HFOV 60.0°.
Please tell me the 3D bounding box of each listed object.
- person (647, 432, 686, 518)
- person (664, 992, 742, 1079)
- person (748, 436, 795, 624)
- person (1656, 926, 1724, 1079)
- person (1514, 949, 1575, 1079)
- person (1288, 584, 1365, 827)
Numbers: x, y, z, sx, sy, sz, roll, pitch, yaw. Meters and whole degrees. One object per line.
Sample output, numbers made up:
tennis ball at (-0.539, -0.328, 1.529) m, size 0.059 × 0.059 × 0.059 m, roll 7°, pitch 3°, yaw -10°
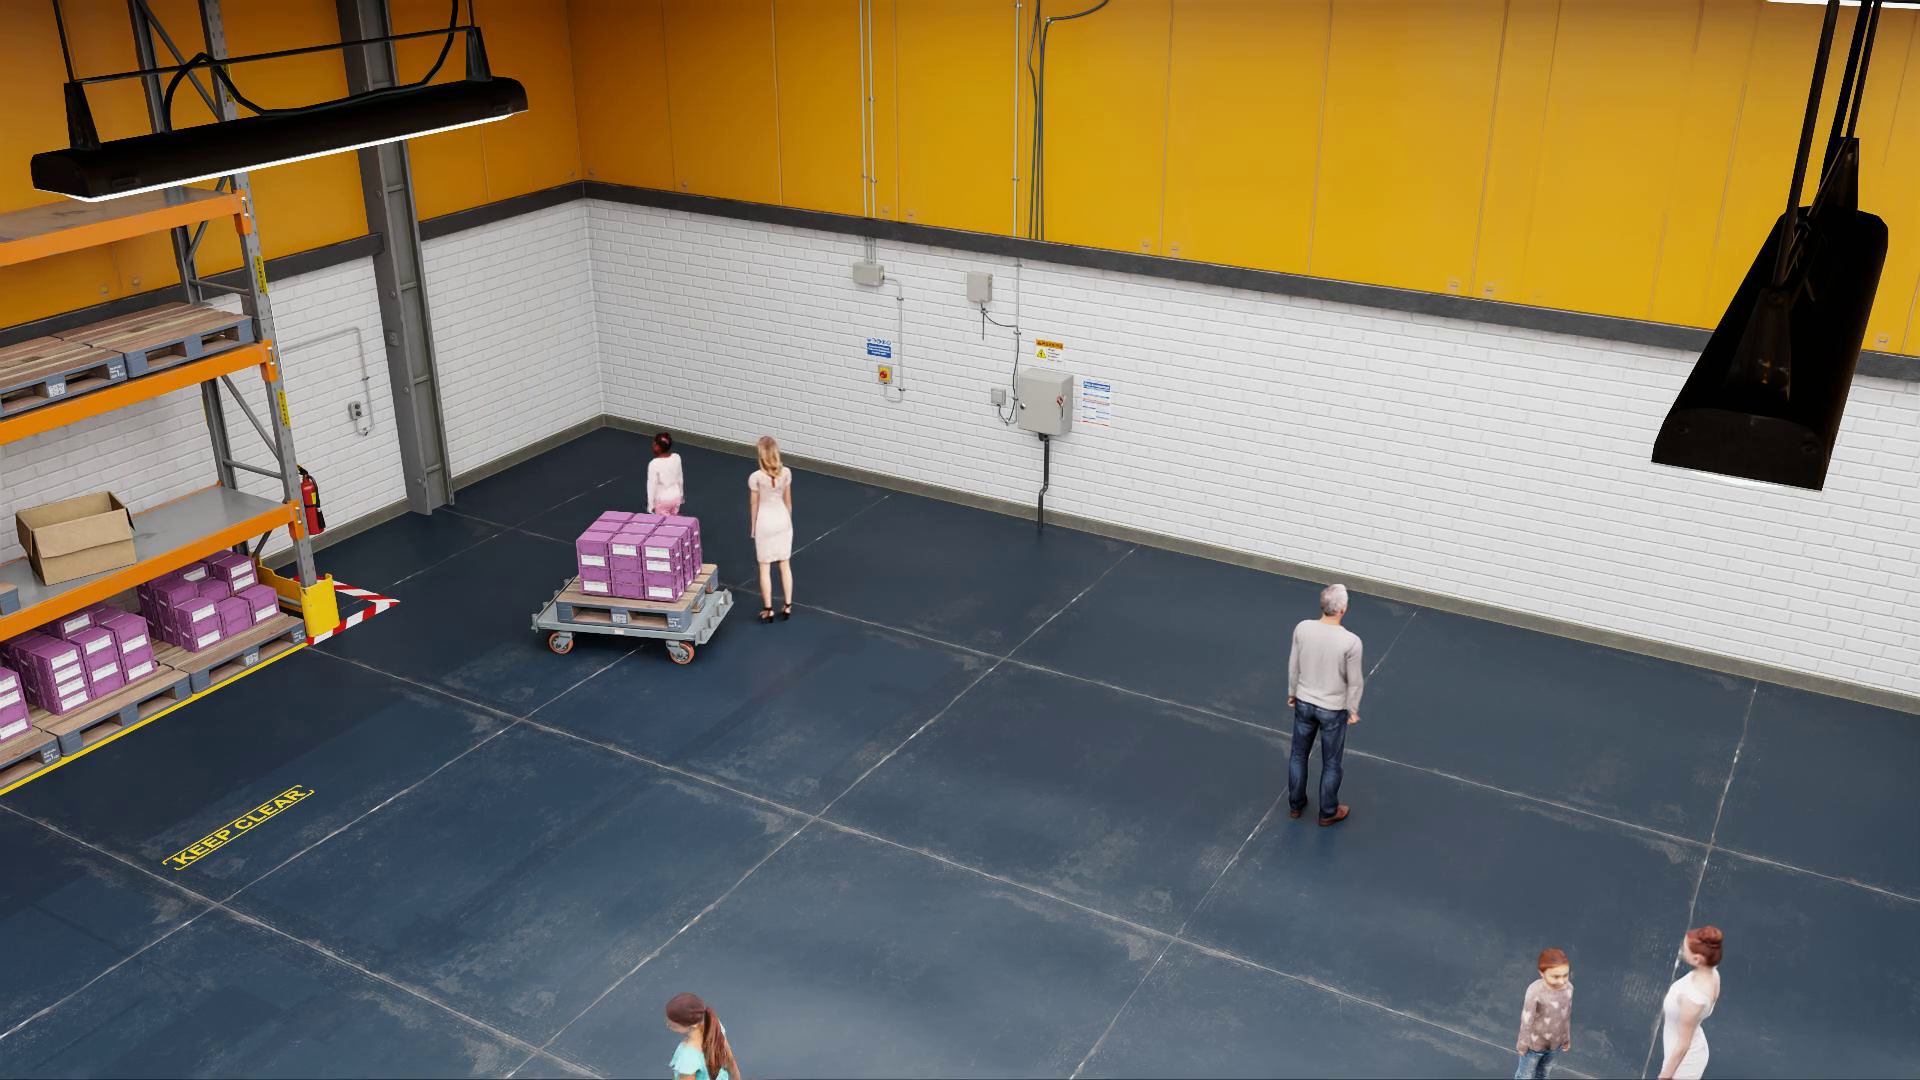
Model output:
person at (-2.875, -0.390, 16.580) m, size 0.668 × 1.436 × 0.628 m, roll 19°, pitch 30°, yaw 36°
person at (-1.265, 2.987, 8.741) m, size 0.744 × 1.527 × 0.564 m, roll 17°, pitch 29°, yaw 34°
person at (-1.736, -0.096, 15.417) m, size 0.610 × 1.829 × 0.700 m, roll -10°, pitch 26°, yaw -22°
person at (3.857, 2.791, 8.850) m, size 0.649 × 1.799 × 0.449 m, roll 16°, pitch 29°, yaw 33°
person at (3.330, 2.834, 9.506) m, size 0.552 × 1.194 × 0.614 m, roll -7°, pitch 24°, yaw -15°
person at (2.678, 1.220, 12.304) m, size 0.758 × 1.910 × 0.671 m, roll 17°, pitch 29°, yaw 34°
